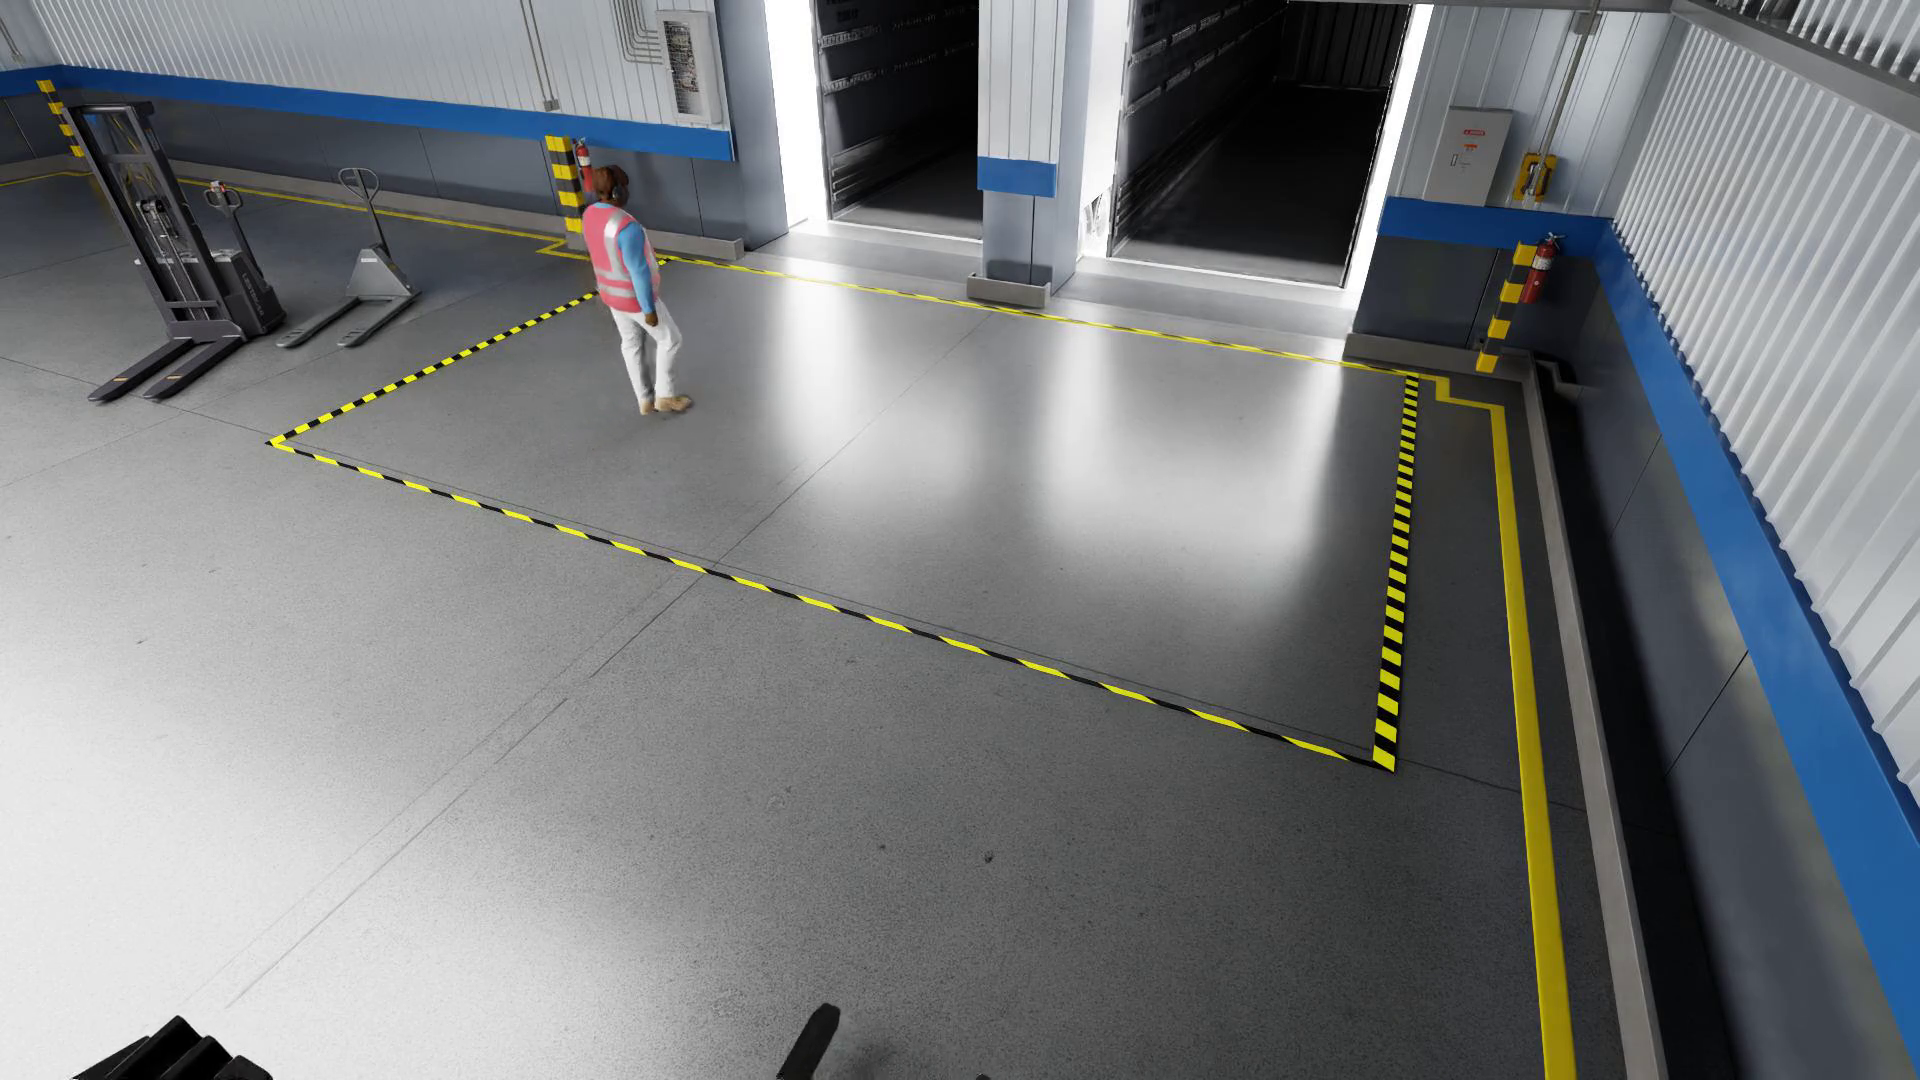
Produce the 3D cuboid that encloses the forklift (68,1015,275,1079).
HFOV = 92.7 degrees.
[{"bbox_3d":[-1.139,2.102,0.703,1.157,2.036,2.680,14,37,19],"label":"forklift"}]

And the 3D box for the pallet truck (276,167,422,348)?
[{"bbox_3d":[-5.732,-2.611,8.414,0.680,1.201,1.601,-1,35,-1],"label":"pallet truck"}]

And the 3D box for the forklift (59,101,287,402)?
[{"bbox_3d":[-6.686,-2.387,7.434,0.823,1.965,1.885,-3,35,-5],"label":"forklift"}]

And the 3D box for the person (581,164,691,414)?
[{"bbox_3d":[-2.383,-1.766,6.685,0.659,1.832,0.448,26,43,32],"label":"person"}]
